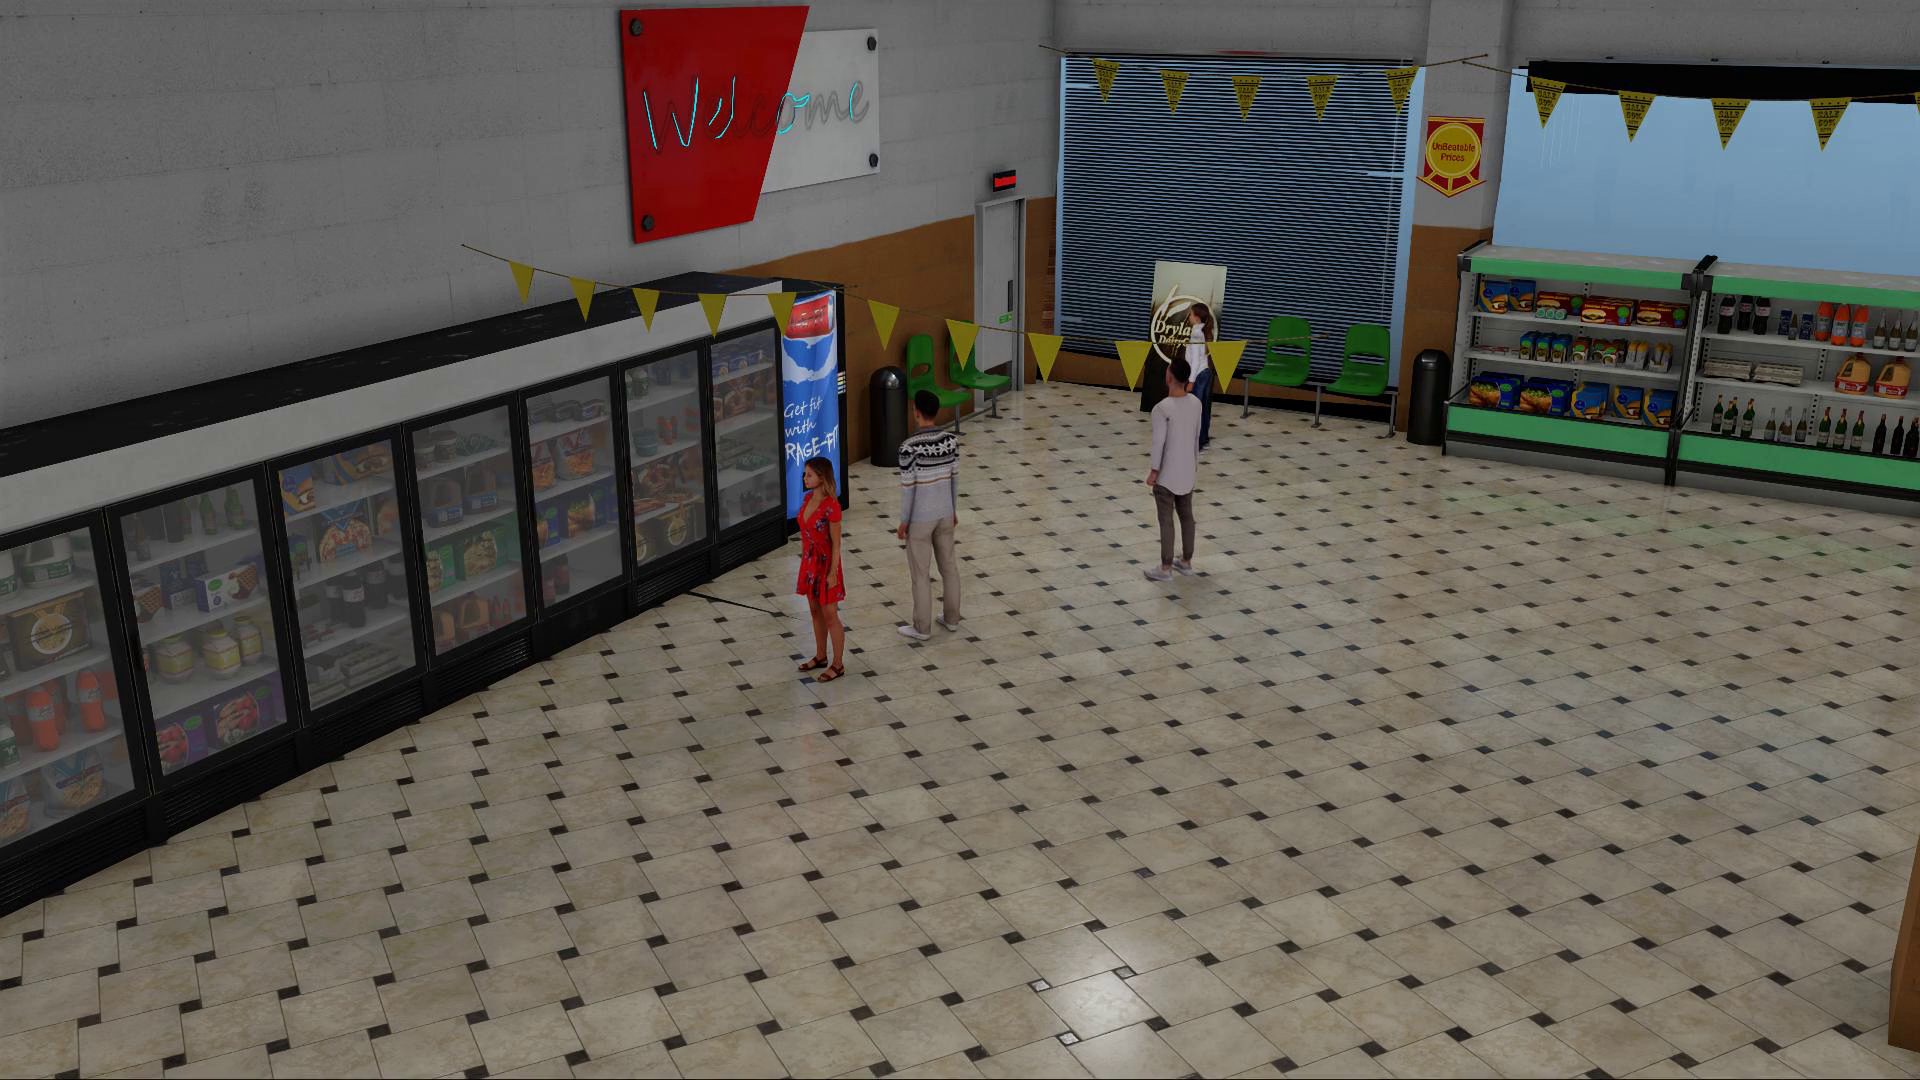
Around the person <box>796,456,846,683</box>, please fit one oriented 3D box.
[{"bbox_3d":[-0.952,0.189,11.522,0.711,1.593,0.599,-14,23,-35],"label":"person"}]

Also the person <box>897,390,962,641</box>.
[{"bbox_3d":[-0.222,-0.187,12.219,0.754,1.860,0.711,-14,23,-35],"label":"person"}]

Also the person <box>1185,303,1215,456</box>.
[{"bbox_3d":[2.453,-1.661,17.067,0.502,1.557,0.524,10,21,27],"label":"person"}]

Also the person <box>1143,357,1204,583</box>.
[{"bbox_3d":[1.737,-0.576,13.406,0.744,1.840,0.720,-13,23,-34],"label":"person"}]
